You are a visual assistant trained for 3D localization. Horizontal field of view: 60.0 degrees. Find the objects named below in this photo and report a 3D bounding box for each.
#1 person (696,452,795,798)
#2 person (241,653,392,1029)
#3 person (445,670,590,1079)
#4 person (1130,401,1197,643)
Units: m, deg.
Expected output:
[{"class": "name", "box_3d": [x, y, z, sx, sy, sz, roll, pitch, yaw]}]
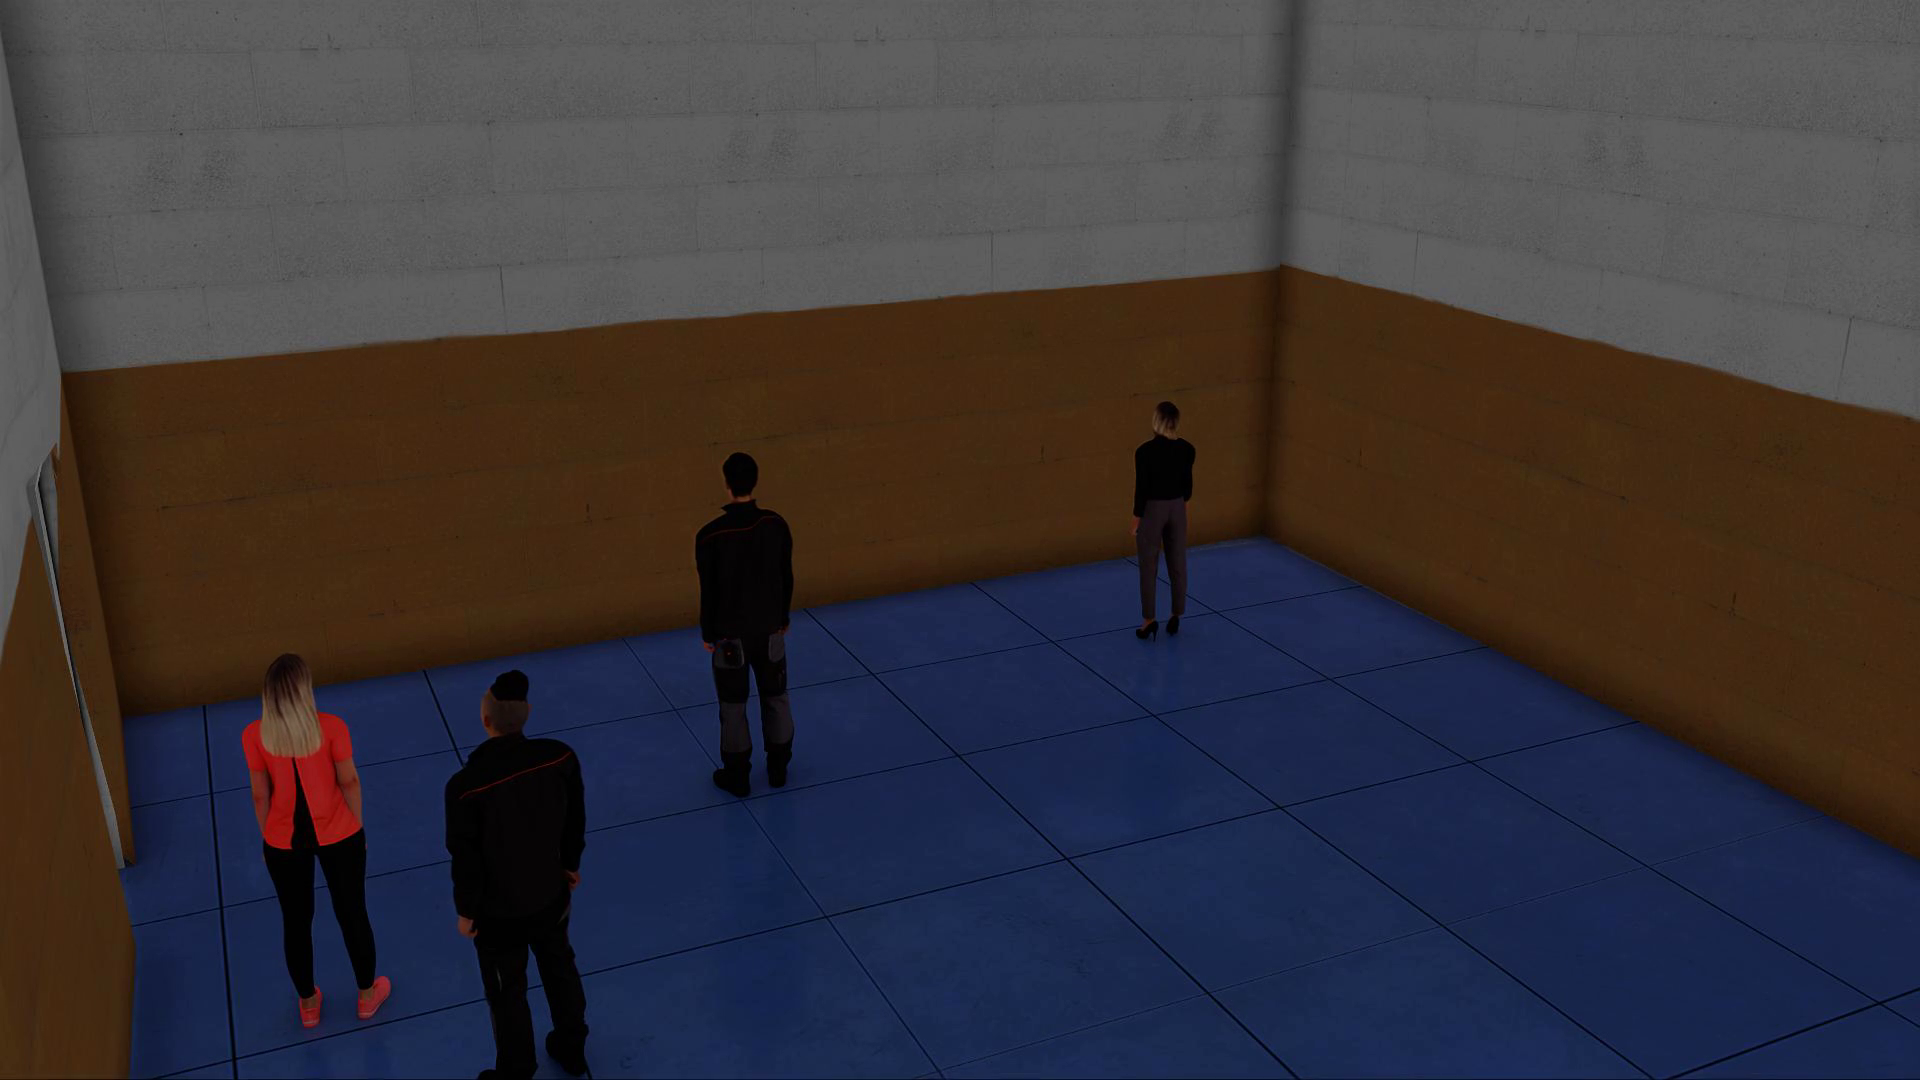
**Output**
[{"class": "person", "box_3d": [-1.164, 0.458, 9.118, 0.530, 1.946, 0.764, -10, 21, -27]}, {"class": "person", "box_3d": [-2.758, 1.279, 7.080, 0.559, 1.693, 0.707, -3, 19, -10]}, {"class": "person", "box_3d": [-1.734, 1.353, 6.561, 0.908, 1.861, 0.729, 16, 24, 39]}, {"class": "person", "box_3d": [1.374, -0.125, 11.278, 0.480, 1.672, 0.668, -7, 20, -20]}]
